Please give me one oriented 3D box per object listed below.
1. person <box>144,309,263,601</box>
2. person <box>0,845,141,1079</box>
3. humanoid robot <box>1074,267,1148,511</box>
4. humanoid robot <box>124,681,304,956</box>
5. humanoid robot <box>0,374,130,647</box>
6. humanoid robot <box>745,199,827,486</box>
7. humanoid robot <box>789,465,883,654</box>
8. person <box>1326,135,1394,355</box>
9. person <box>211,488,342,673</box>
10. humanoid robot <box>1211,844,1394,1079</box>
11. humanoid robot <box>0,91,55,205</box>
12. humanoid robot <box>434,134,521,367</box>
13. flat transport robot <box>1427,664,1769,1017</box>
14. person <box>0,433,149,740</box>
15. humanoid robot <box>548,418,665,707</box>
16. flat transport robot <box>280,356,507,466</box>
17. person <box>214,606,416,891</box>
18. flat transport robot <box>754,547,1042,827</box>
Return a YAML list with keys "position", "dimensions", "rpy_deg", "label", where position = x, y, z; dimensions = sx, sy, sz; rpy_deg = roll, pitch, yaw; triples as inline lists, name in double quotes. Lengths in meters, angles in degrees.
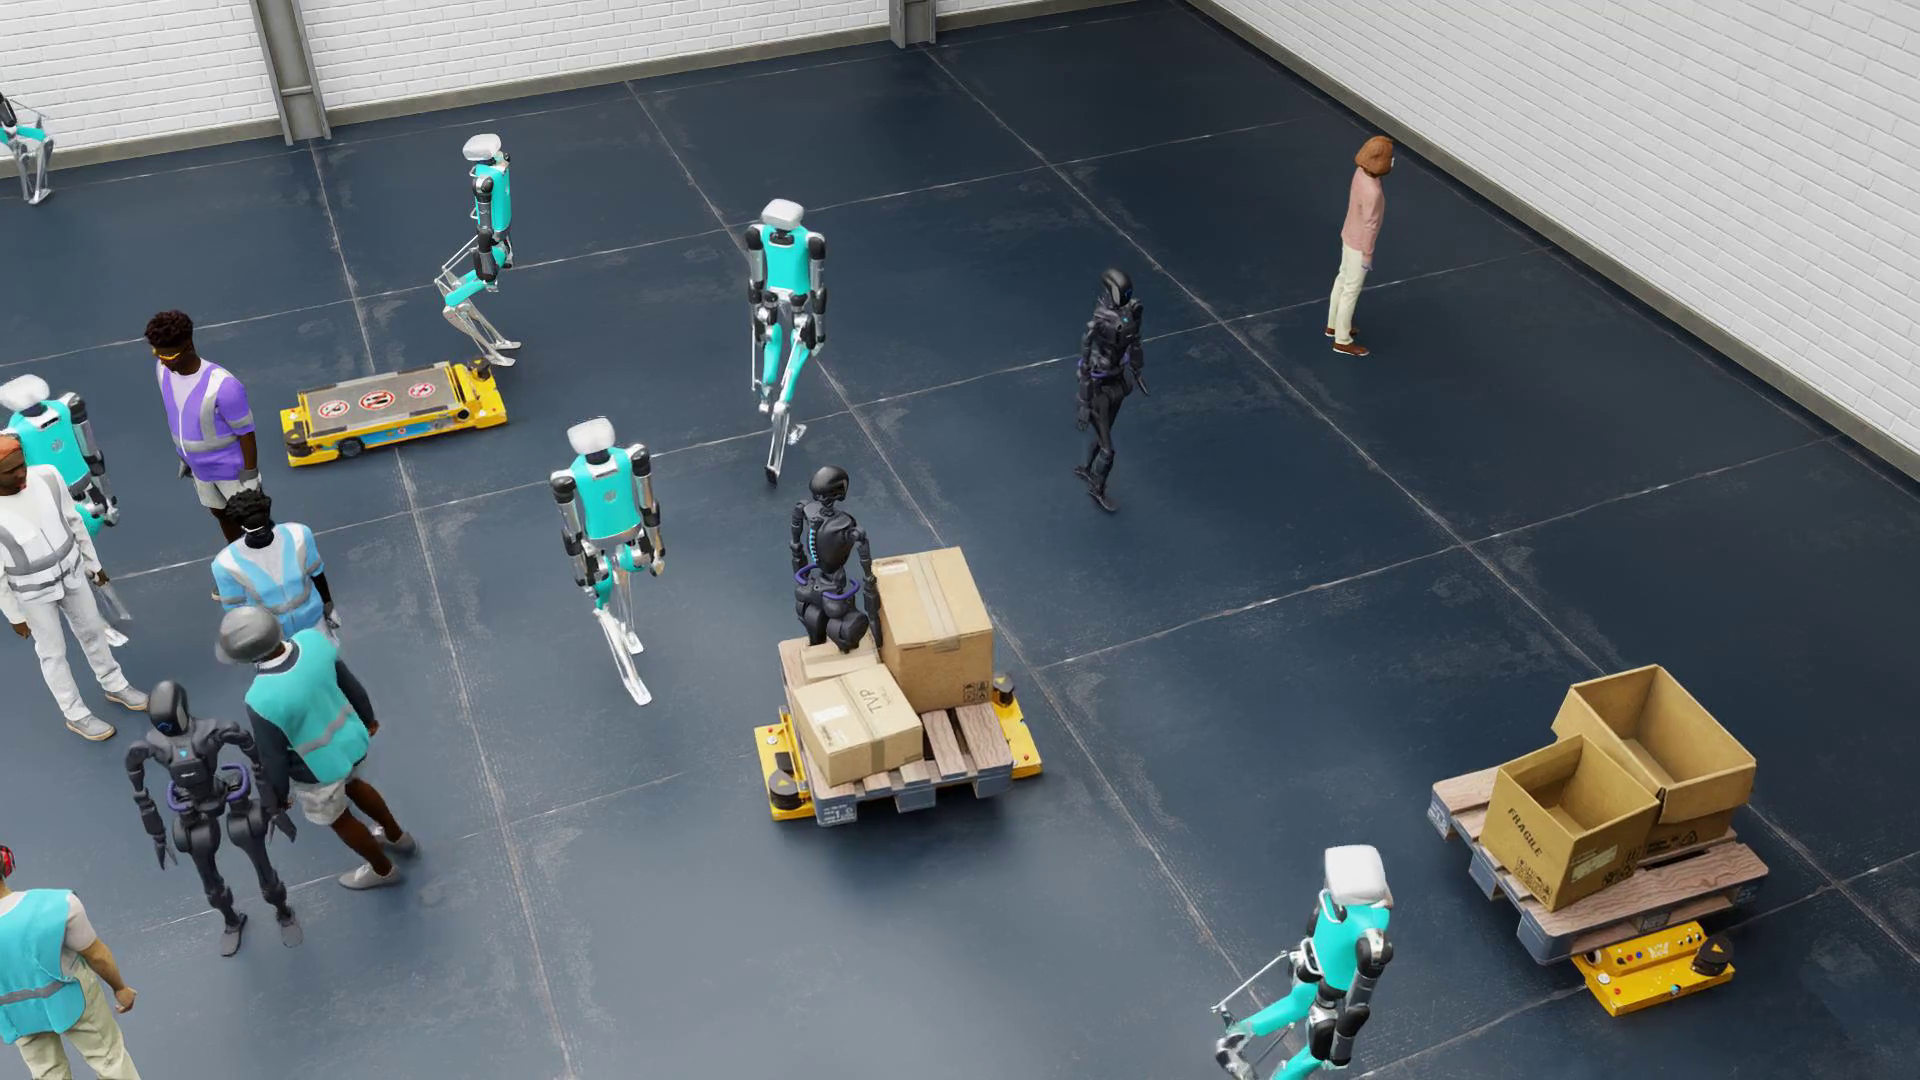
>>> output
- position: [-4.225, -0.444, 9.463]
  dimensions: [0.602, 1.962, 0.368]
  rpy_deg: [17, 41, 20]
  label: "person"
- position: [-3.604, 1.839, 6.582]
  dimensions: [0.568, 1.847, 0.378]
  rpy_deg: [-10, 39, -13]
  label: "person"
- position: [0.931, -0.970, 10.384]
  dimensions: [0.561, 1.649, 0.599]
  rpy_deg: [31, 47, 34]
  label: "humanoid robot"
- position: [-3.349, 1.241, 7.506]
  dimensions: [0.610, 1.648, 0.366]
  rpy_deg: [-12, 39, -15]
  label: "humanoid robot"
- position: [-5.051, -0.150, 9.284]
  dimensions: [0.631, 1.825, 0.531]
  rpy_deg: [18, 41, 22]
  label: "humanoid robot"
- position: [-1.194, -1.201, 10.659]
  dimensions: [0.546, 1.794, 0.913]
  rpy_deg: [9, 39, 12]
  label: "humanoid robot"
- position: [-0.666, 0.316, 8.695]
  dimensions: [0.599, 1.657, 0.315]
  rpy_deg: [26, 44, 29]
  label: "humanoid robot"
- position: [2.872, -2.124, 11.915]
  dimensions: [0.283, 1.633, 0.500]
  rpy_deg: [0, 38, 0]
  label: "person"
- position: [-3.457, 0.432, 8.542]
  dimensions: [0.532, 1.692, 0.318]
  rpy_deg: [-28, 45, -31]
  label: "person"
- position: [1.290, 1.929, 6.653]
  dimensions: [0.682, 1.911, 0.557]
  rpy_deg: [-4, 38, -5]
  label: "humanoid robot"
- position: [-7.871, -3.522, 13.694]
  dimensions: [0.541, 1.818, 0.826]
  rpy_deg: [12, 39, 15]
  label: "humanoid robot"
- position: [-3.408, -2.010, 11.575]
  dimensions: [0.735, 1.677, 0.533]
  rpy_deg: [2, 38, 2]
  label: "humanoid robot"
- position: [3.059, 1.638, 8.141]
  dimensions: [0.659, 0.231, 1.431]
  rpy_deg: [-12, 39, -15]
  label: "flat transport robot"
- position: [-4.727, 0.235, 8.648]
  dimensions: [0.353, 1.880, 0.574]
  rpy_deg: [16, 40, 20]
  label: "person"
- position: [-1.942, 0.015, 9.069]
  dimensions: [0.555, 1.786, 0.885]
  rpy_deg: [-19, 41, -23]
  label: "humanoid robot"
- position: [-3.902, -0.891, 11.434]
  dimensions: [1.431, 0.231, 0.659]
  rpy_deg: [-14, 40, -18]
  label: "flat transport robot"
- position: [-2.931, 0.975, 7.676]
  dimensions: [0.438, 1.884, 0.619]
  rpy_deg: [9, 38, 12]
  label: "person"
- position: [-0.341, 1.087, 8.859]
  dimensions: [1.431, 0.231, 0.659]
  rpy_deg: [-9, 38, -11]
  label: "flat transport robot"
